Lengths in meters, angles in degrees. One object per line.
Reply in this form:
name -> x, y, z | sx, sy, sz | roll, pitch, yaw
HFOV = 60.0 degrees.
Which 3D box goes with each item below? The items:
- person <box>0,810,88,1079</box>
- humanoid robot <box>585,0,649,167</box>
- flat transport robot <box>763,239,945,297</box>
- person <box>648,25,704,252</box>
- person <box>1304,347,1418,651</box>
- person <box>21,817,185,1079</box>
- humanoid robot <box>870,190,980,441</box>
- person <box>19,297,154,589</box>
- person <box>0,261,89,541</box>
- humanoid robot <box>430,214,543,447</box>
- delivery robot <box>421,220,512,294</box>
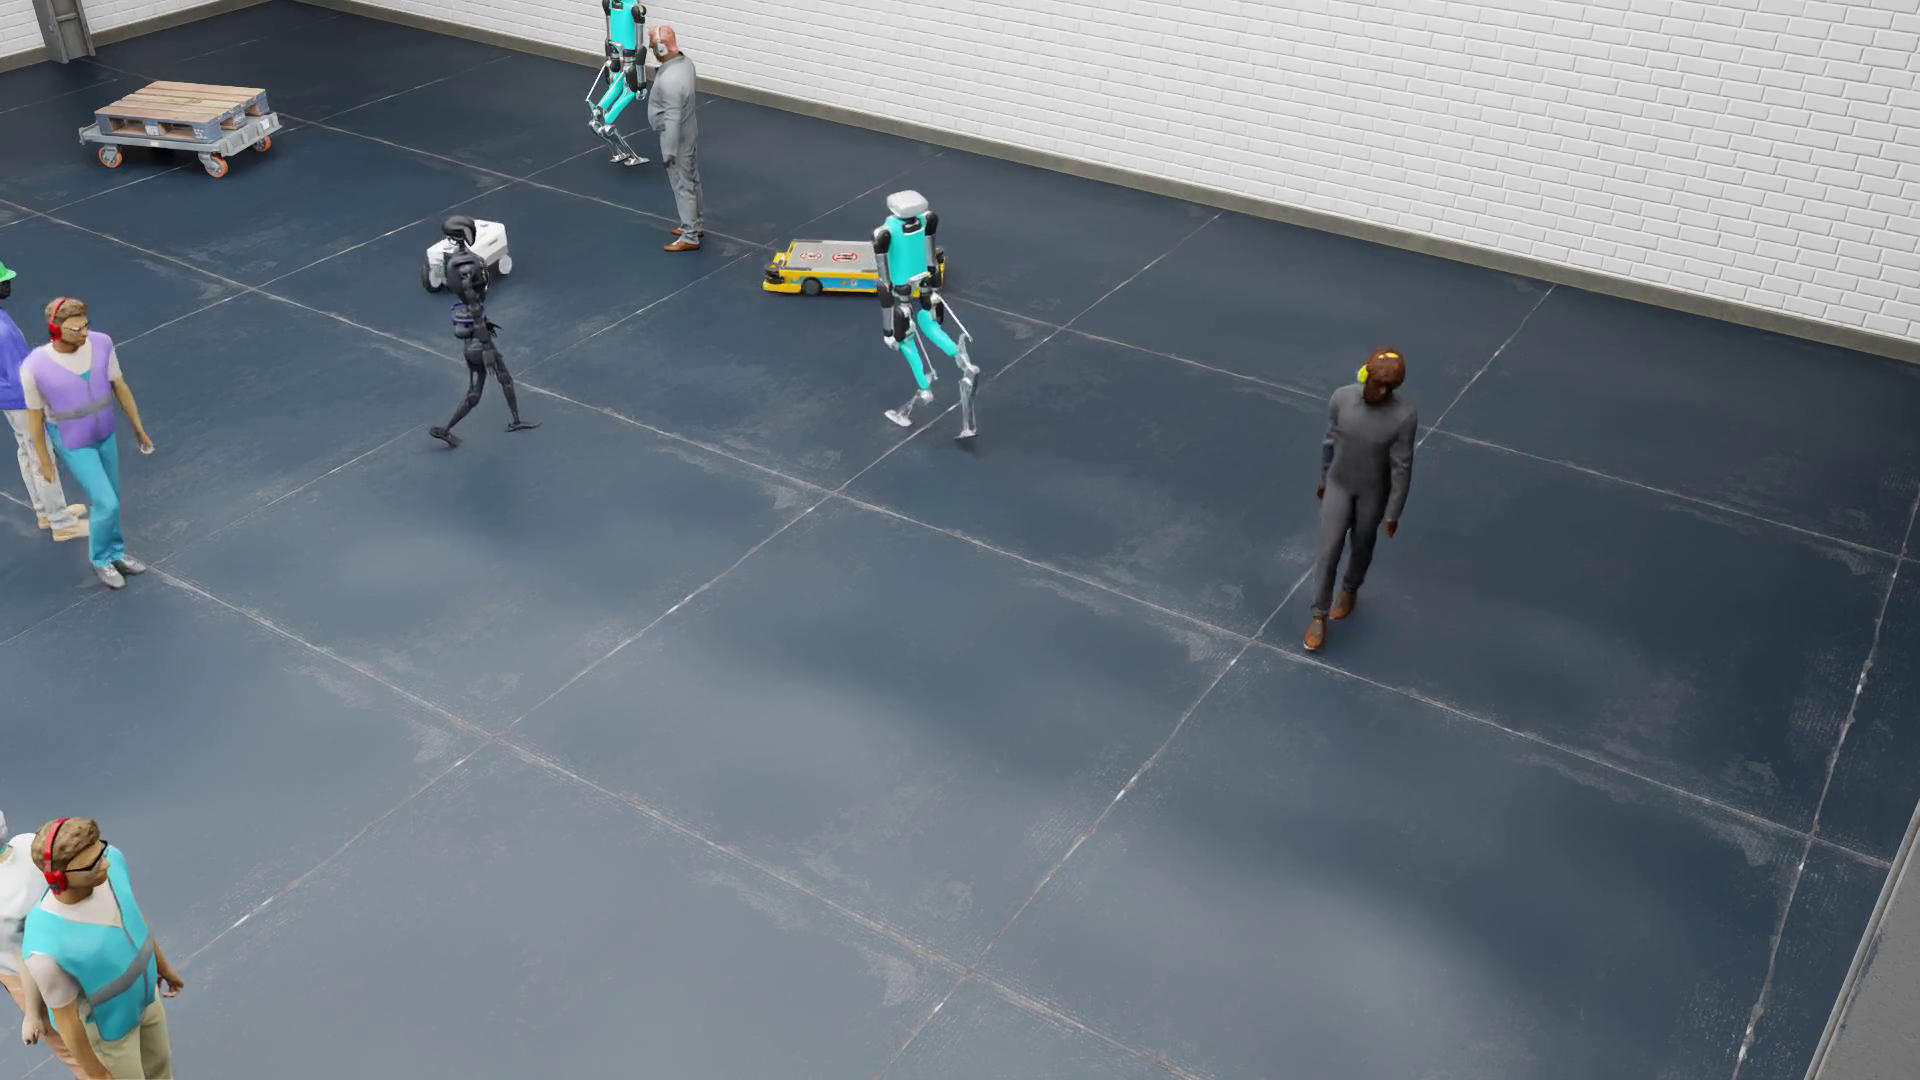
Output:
person -> -3.479, 1.652, 6.327 | 0.320, 1.738, 0.482 | -8, 34, -13
humanoid robot -> -3.248, -4.296, 15.460 | 0.533, 1.677, 0.735 | 25, 40, 33
flat transport robot -> -0.864, -2.239, 13.740 | 1.431, 0.231, 0.659 | 3, 33, 4
person -> -2.404, -3.376, 14.003 | 0.408, 1.902, 0.635 | 2, 33, 3
person -> 2.197, -0.237, 9.180 | 0.526, 1.831, 0.806 | 12, 35, 18
person -> -3.105, 1.735, 6.105 | 0.378, 1.838, 0.562 | 0, 33, 0
humanoid robot -> -0.152, -1.401, 11.120 | 0.536, 1.776, 1.015 | -27, 42, -35
person -> -5.064, -0.567, 9.705 | 0.505, 1.817, 0.585 | 11, 34, 17
person -> -5.690, -0.860, 10.113 | 0.341, 1.872, 0.468 | -28, 42, -36
humanoid robot -> -3.296, -1.400, 11.173 | 0.745, 1.638, 0.584 | -10, 34, -16
delivery robot -> -4.032, -2.318, 13.615 | 0.499, 0.612, 0.805 | 11, 34, 17
